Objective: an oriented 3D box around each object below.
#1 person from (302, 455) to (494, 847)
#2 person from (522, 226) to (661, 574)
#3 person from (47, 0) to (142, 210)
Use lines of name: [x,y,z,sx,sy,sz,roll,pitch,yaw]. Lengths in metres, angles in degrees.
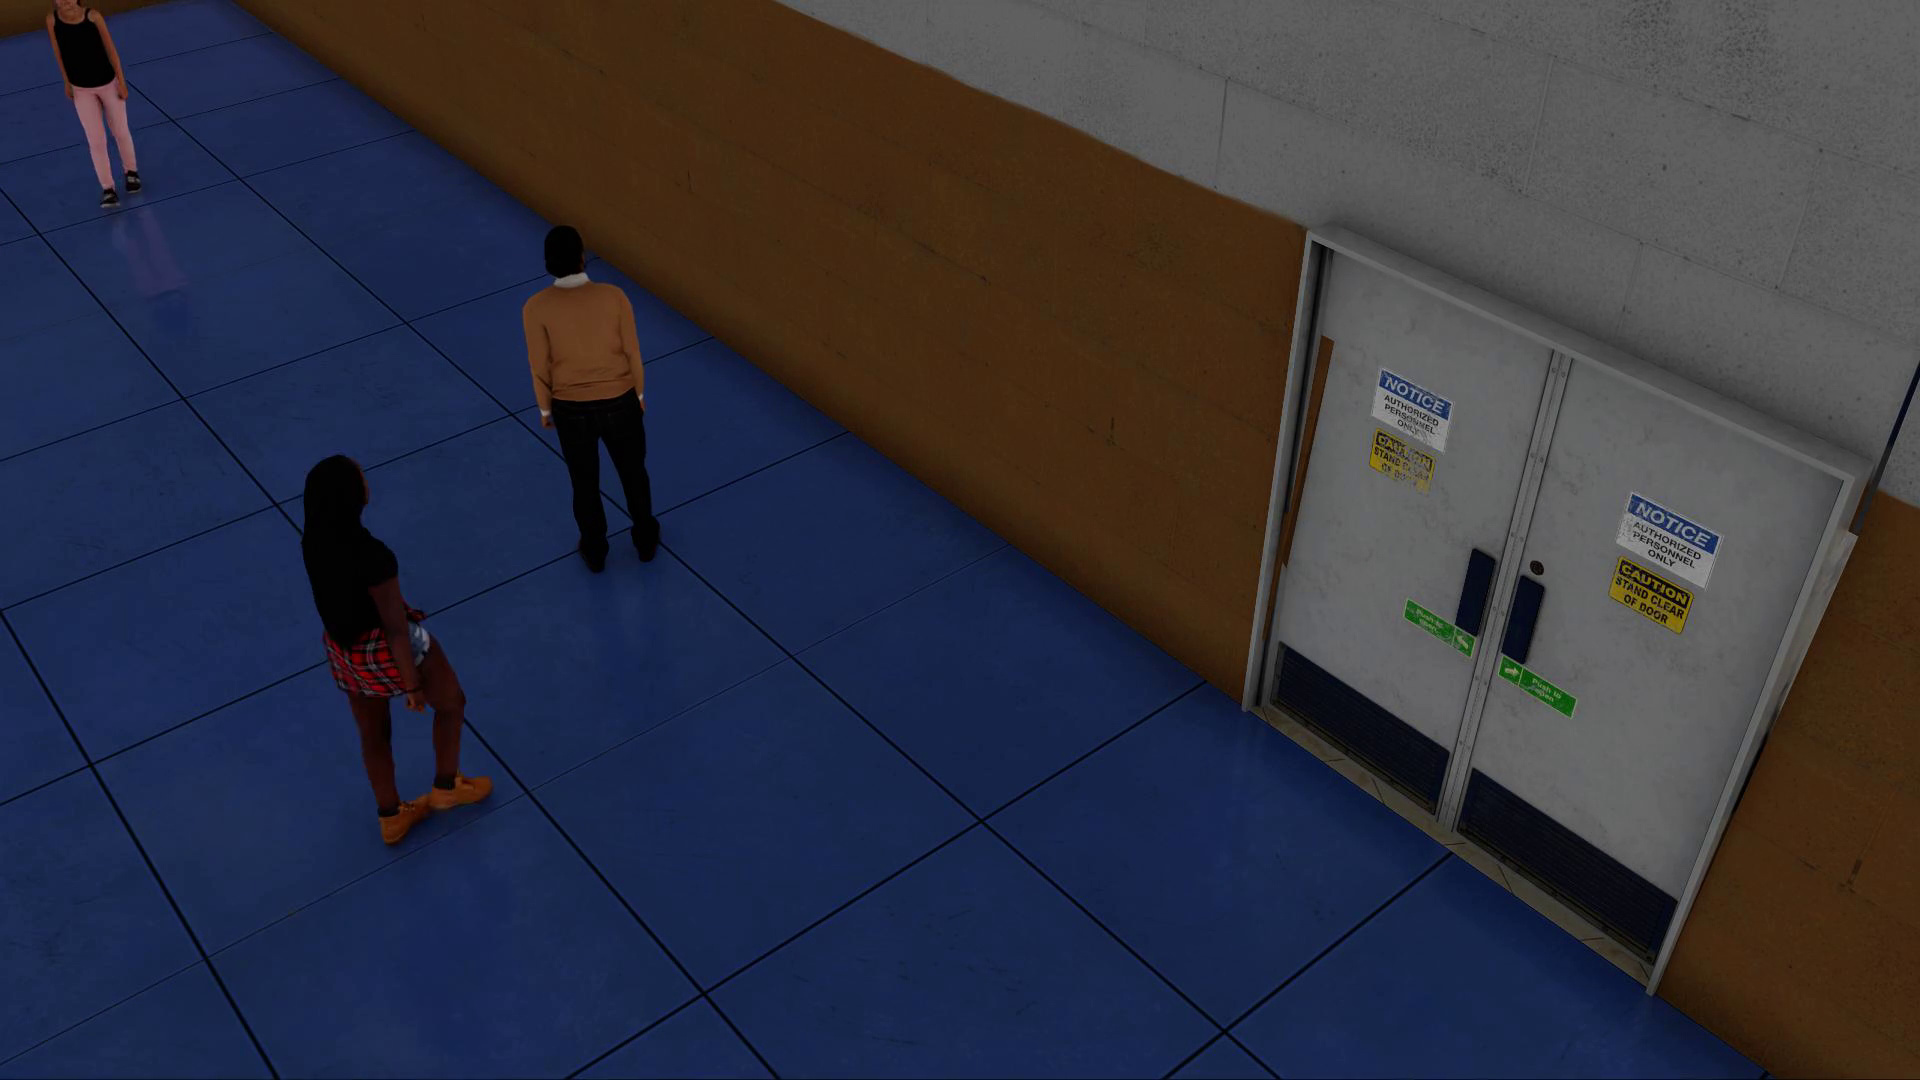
person: [-2.224,0.496,6.186,0.734,1.712,0.786,18,41,23]
person: [-1.681,-0.624,7.645,0.682,1.752,0.806,-9,38,-12]
person: [-5.713,-3.017,11.006,0.916,1.544,0.793,-13,39,-16]
